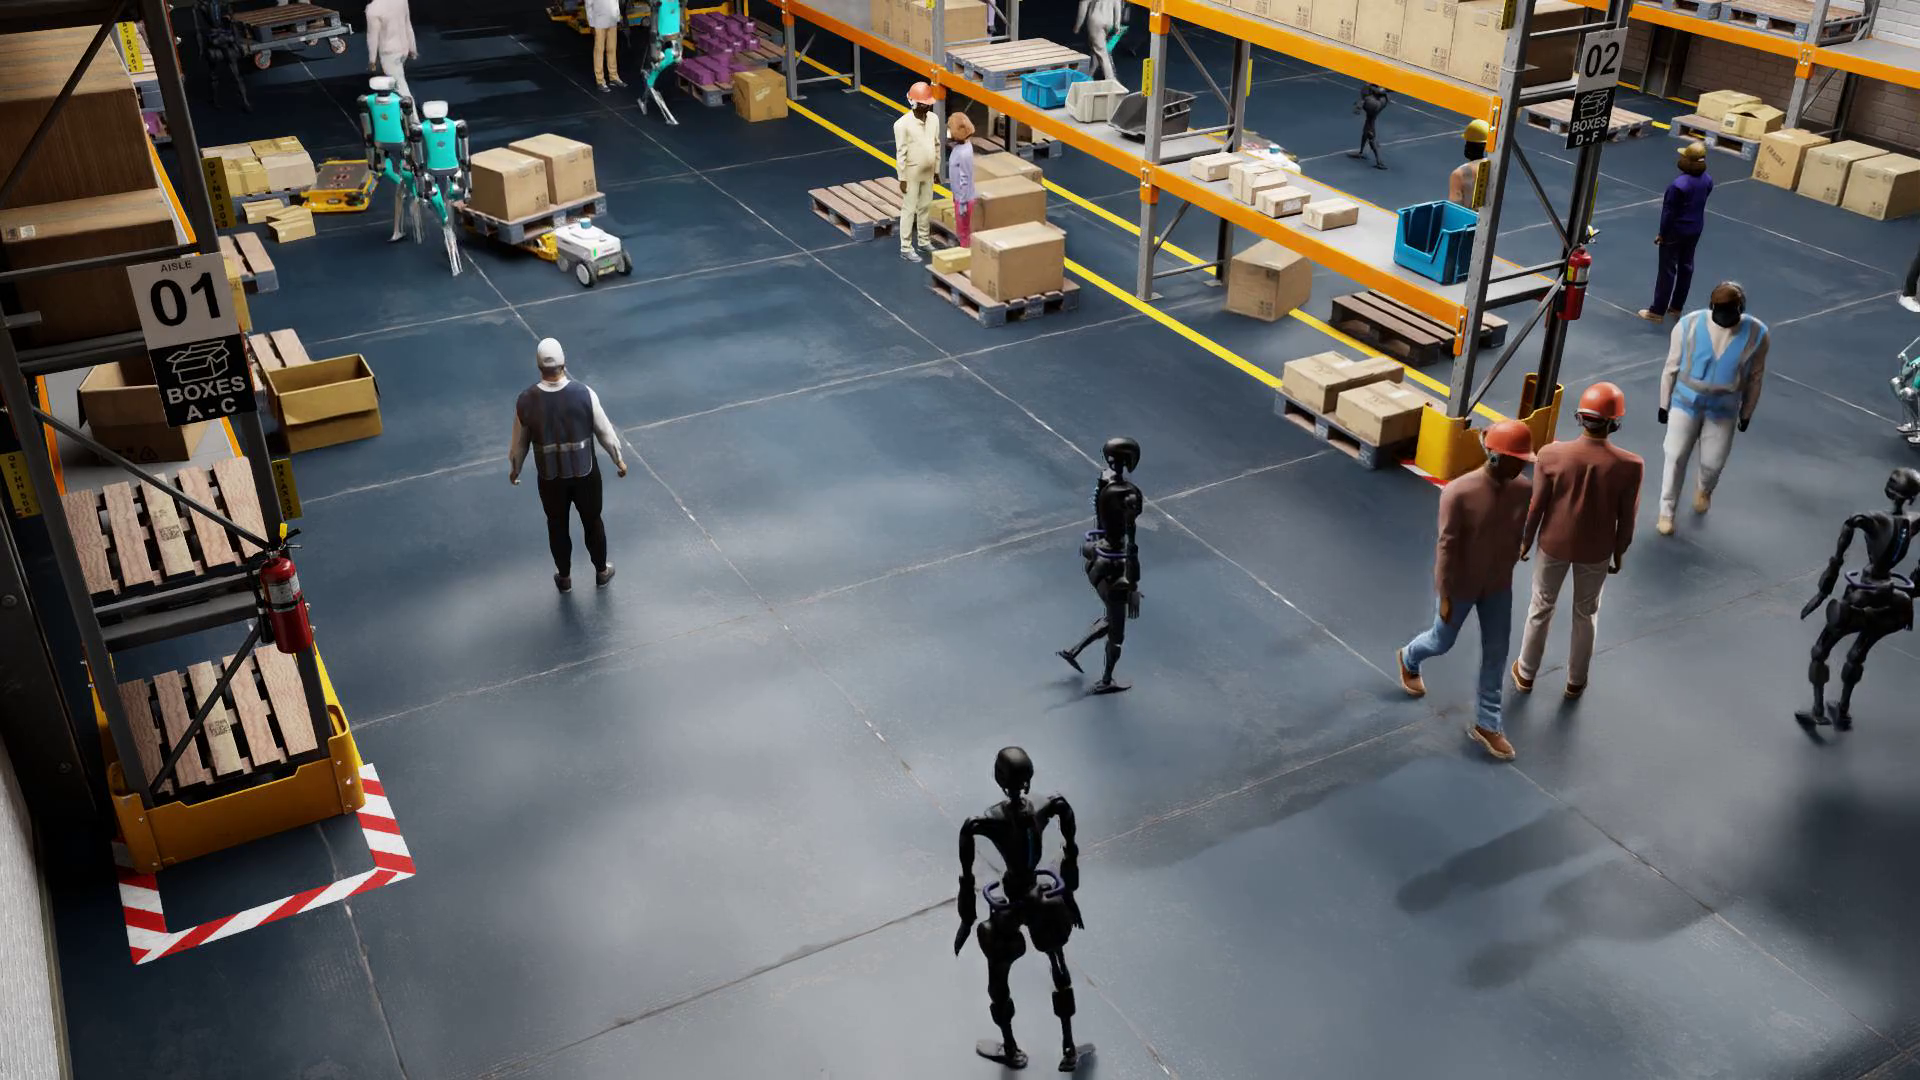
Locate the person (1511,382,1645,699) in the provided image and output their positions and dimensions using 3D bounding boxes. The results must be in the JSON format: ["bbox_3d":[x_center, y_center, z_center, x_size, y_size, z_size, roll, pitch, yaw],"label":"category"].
[{"bbox_3d":[3.564,0.020,9.652,0.609,1.989,0.388,9,31,16],"label":"person"}]

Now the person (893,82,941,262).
[{"bbox_3d":[-0.385,-3.576,16.157,0.555,1.743,0.343,-26,39,-37],"label":"person"}]

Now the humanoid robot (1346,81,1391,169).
[{"bbox_3d":[4.673,-5.042,18.810,0.581,1.643,0.602,20,35,31],"label":"humanoid robot"}]

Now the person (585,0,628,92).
[{"bbox_3d":[-4.625,-6.769,21.710,0.334,1.742,0.561,20,35,31],"label":"person"}]

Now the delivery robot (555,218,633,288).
[{"bbox_3d":[-3.559,-2.790,15.969,0.784,0.585,0.499,26,39,38],"label":"delivery robot"}]

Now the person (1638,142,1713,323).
[{"bbox_3d":[6.394,-2.741,14.817,0.455,1.623,0.341,-14,33,-23],"label":"person"}]

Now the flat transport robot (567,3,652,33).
[{"bbox_3d":[-5.152,-7.882,25.131,1.431,0.231,0.659,-16,33,-25],"label":"flat transport robot"}]

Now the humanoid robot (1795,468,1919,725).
[{"bbox_3d":[5.128,0.341,9.399,0.593,1.641,0.363,2,30,3],"label":"humanoid robot"}]

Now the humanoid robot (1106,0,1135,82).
[{"bbox_3d":[2.020,-6.907,22.002,0.770,1.818,0.566,2,30,3],"label":"humanoid robot"}]

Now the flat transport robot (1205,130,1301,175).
[{"bbox_3d":[3.303,-4.445,19.147,0.659,0.231,1.431,-9,31,-15],"label":"flat transport robot"}]

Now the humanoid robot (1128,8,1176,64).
[{"bbox_3d":[2.688,-7.431,22.984,0.738,1.654,0.589,11,32,19],"label":"humanoid robot"}]

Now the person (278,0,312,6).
[{"bbox_3d":[-9.900,-8.476,24.624,0.618,1.814,0.631,4,30,7],"label":"person"}]

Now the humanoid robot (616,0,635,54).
[{"bbox_3d":[-4.867,-7.630,23.275,0.585,1.654,0.329,-1,30,-2],"label":"humanoid robot"}]

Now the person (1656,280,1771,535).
[{"bbox_3d":[5.131,-0.917,11.446,0.640,1.817,0.543,13,32,21],"label":"person"}]

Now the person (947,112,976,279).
[{"bbox_3d":[0.010,-3.210,15.637,0.280,1.628,0.501,-3,30,-5],"label":"person"}]

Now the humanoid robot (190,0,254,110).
[{"bbox_3d":[-9.298,-6.219,20.866,0.771,1.623,0.609,22,37,33],"label":"humanoid robot"}]

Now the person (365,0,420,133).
[{"bbox_3d":[-6.882,-5.835,19.917,0.785,1.911,0.660,11,32,19],"label":"person"}]

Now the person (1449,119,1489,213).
[{"bbox_3d":[4.382,-2.680,14.411,0.584,1.928,0.372,-17,34,-26],"label":"person"}]

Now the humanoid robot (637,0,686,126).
[{"bbox_3d":[-3.787,-6.000,20.395,0.959,1.778,0.558,21,36,32],"label":"humanoid robot"}]

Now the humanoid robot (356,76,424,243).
[{"bbox_3d":[-5.554,-3.734,16.513,0.545,1.851,0.768,-2,30,-3],"label":"humanoid robot"}]

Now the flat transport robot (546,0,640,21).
[{"bbox_3d":[-5.651,-8.241,25.756,1.431,0.231,0.659,-10,31,-17],"label":"flat transport robot"}]

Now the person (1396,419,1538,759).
[{"bbox_3d":[2.894,0.206,9.365,0.613,1.943,0.919,-7,31,-12],"label":"person"}]

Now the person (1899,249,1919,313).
[{"bbox_3d":[8.854,-2.852,14.786,0.570,1.842,0.733,-6,30,-10],"label":"person"}]

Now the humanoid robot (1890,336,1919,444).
[{"bbox_3d":[7.399,-1.532,12.519,0.698,1.720,0.532,-3,30,-5],"label":"humanoid robot"}]

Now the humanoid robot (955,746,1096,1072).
[{"bbox_3d":[0.299,1.640,7.148,0.602,1.647,0.471,-11,32,-19],"label":"humanoid robot"}]

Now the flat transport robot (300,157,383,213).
[{"bbox_3d":[-6.737,-3.883,18.169,0.659,0.231,1.431,-4,30,-7],"label":"flat transport robot"}]

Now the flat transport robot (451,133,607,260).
[{"bbox_3d":[-4.355,-3.160,16.910,1.431,0.231,0.659,22,37,34],"label":"flat transport robot"}]

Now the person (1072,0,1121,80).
[{"bbox_3d":[1.800,-6.701,21.498,0.562,1.853,0.990,-20,35,-31],"label":"person"}]

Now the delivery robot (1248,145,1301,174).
[{"bbox_3d":[3.399,-3.958,18.032,0.499,0.614,0.791,-10,31,-17],"label":"delivery robot"}]

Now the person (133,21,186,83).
[{"bbox_3d":[-10.669,-6.761,21.528,0.879,1.916,0.490,8,31,14],"label":"person"}]

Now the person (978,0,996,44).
[{"bbox_3d":[0.245,-6.760,21.538,0.402,1.905,0.641,-23,37,-34],"label":"person"}]

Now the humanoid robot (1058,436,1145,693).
[{"bbox_3d":[0.853,0.164,9.702,0.431,1.646,0.584,-9,31,-15],"label":"humanoid robot"}]

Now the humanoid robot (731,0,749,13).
[{"bbox_3d":[-3.483,-8.899,25.456,0.667,1.833,0.539,3,30,5],"label":"humanoid robot"}]

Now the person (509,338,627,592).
[{"bbox_3d":[-2.532,-0.469,10.731,0.745,1.756,0.439,-6,30,-10],"label":"person"}]

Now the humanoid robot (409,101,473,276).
[{"bbox_3d":[-4.972,-3.429,15.989,0.548,1.747,1.004,-12,32,-19],"label":"humanoid robot"}]
